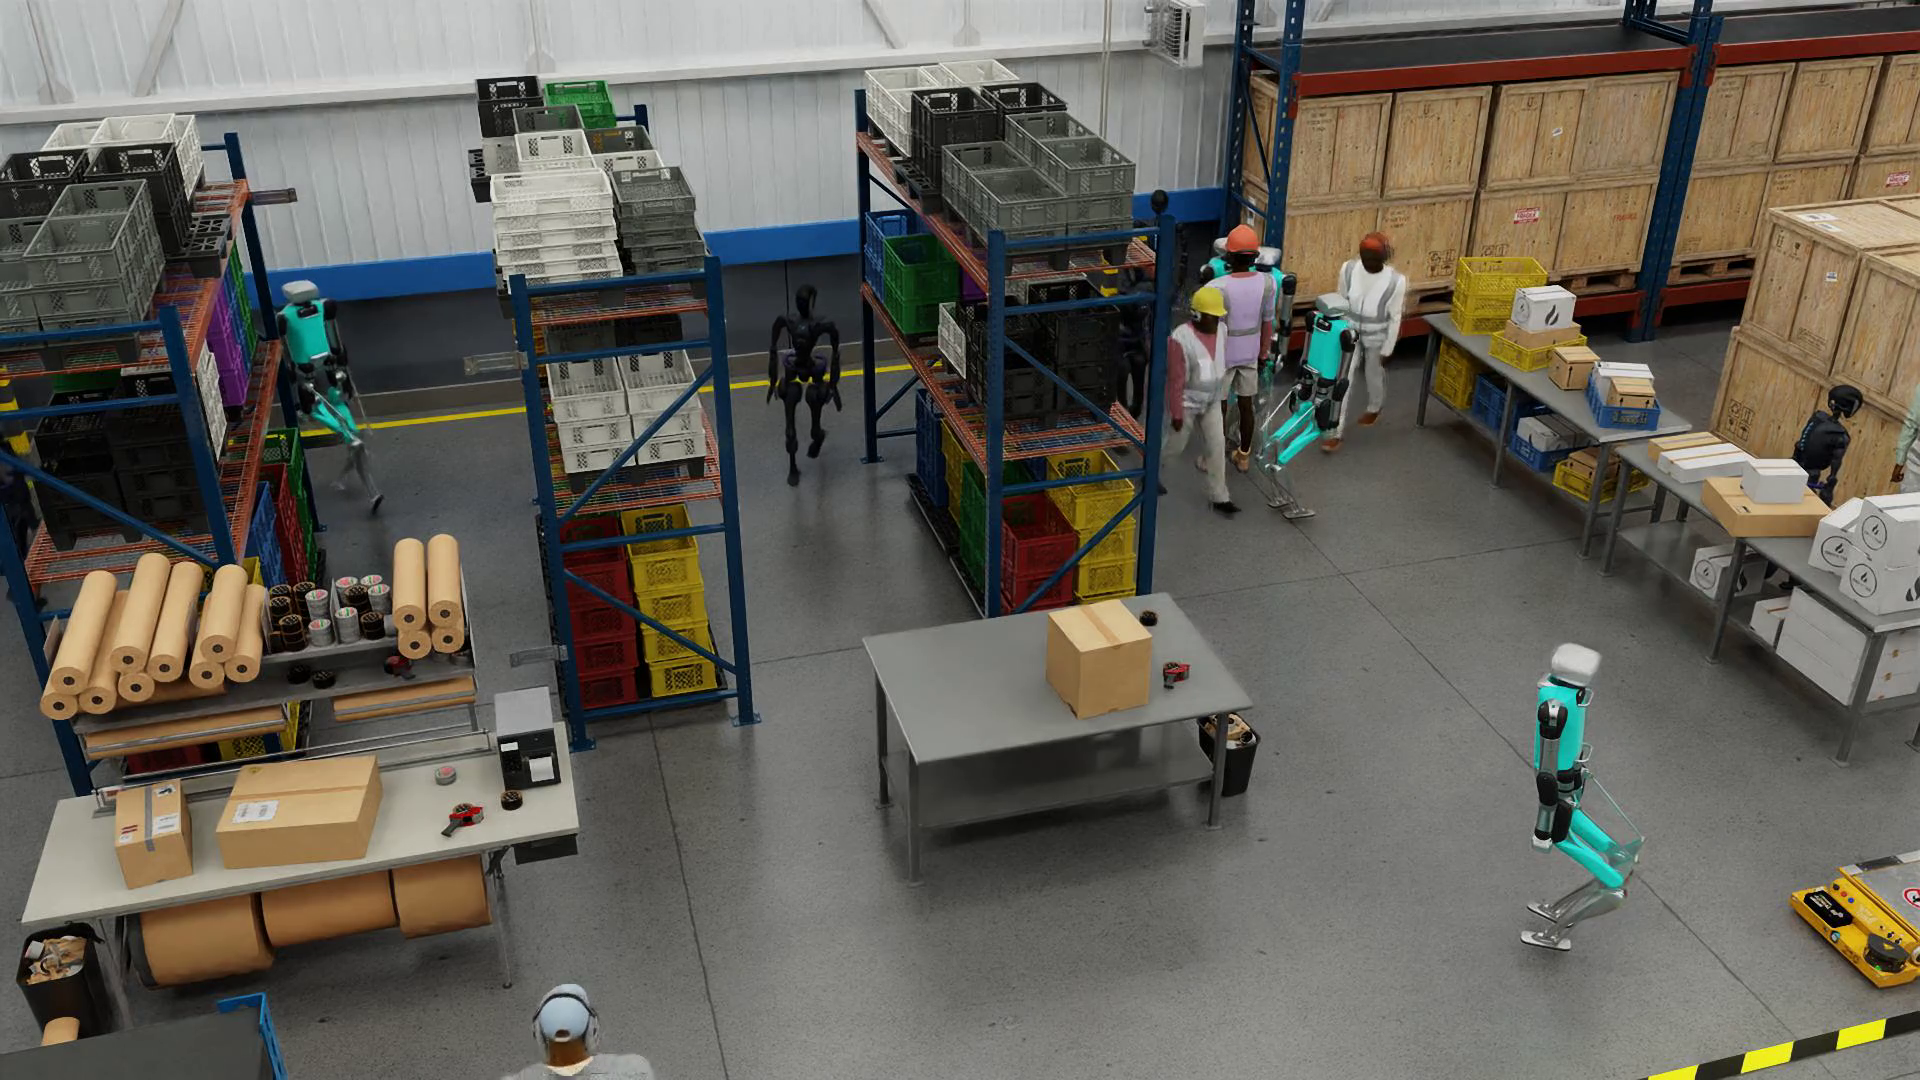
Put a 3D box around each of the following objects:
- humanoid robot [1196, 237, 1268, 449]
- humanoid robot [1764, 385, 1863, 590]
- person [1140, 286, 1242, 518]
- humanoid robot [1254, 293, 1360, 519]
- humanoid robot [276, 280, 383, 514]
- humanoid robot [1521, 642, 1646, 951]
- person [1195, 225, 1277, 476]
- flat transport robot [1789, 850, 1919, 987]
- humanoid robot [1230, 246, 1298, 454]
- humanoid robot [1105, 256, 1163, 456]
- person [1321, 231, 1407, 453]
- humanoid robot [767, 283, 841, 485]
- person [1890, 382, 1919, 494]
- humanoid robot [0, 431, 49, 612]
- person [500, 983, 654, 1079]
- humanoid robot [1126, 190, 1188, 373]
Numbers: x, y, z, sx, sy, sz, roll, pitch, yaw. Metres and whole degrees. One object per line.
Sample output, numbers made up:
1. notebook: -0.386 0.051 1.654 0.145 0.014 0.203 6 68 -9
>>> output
1. humanoid robot: 2.241 -1.502 13.355 0.530 1.778 0.760 -17 33 -27
2. humanoid robot: 5.734 -0.313 11.295 0.587 1.628 0.590 0 29 0
3. person: 1.779 -1.071 12.535 0.598 1.787 0.909 -18 34 -30
4. humanoid robot: 2.483 -0.964 12.288 0.737 1.689 0.530 -13 31 -23
5. humanoid robot: -4.646 -1.029 12.547 0.980 1.777 0.532 21 35 33
6. humanoid robot: 3.093 1.311 8.115 0.735 1.674 0.533 15 32 25
7. person: 2.126 -1.457 12.972 0.607 2.043 0.375 -9 30 -16
8. flat transport robot: 5.163 1.916 8.676 1.431 0.231 0.659 -8 30 -14
9. humanoid robot: 2.417 -1.589 13.486 0.541 1.755 0.666 7 30 12
10. humanoid robot: 1.400 -1.515 13.452 0.591 1.655 0.349 -21 35 -33
11. person: 3.295 -1.672 13.579 0.603 1.836 0.994 16 33 27
12. humanoid robot: -1.217 -1.282 13.041 0.599 1.624 0.599 3 29 5
13. person: 6.654 -0.465 11.311 0.414 1.909 0.604 -25 38 -38
14. humanoid robot: -6.445 -0.248 11.149 0.588 1.649 0.398 1 29 1
15. person: -1.392 2.365 6.247 0.609 1.819 0.793 -6 29 -11
16. humanoid robot: 1.744 -2.320 14.907 0.599 1.655 0.315 7 29 12
